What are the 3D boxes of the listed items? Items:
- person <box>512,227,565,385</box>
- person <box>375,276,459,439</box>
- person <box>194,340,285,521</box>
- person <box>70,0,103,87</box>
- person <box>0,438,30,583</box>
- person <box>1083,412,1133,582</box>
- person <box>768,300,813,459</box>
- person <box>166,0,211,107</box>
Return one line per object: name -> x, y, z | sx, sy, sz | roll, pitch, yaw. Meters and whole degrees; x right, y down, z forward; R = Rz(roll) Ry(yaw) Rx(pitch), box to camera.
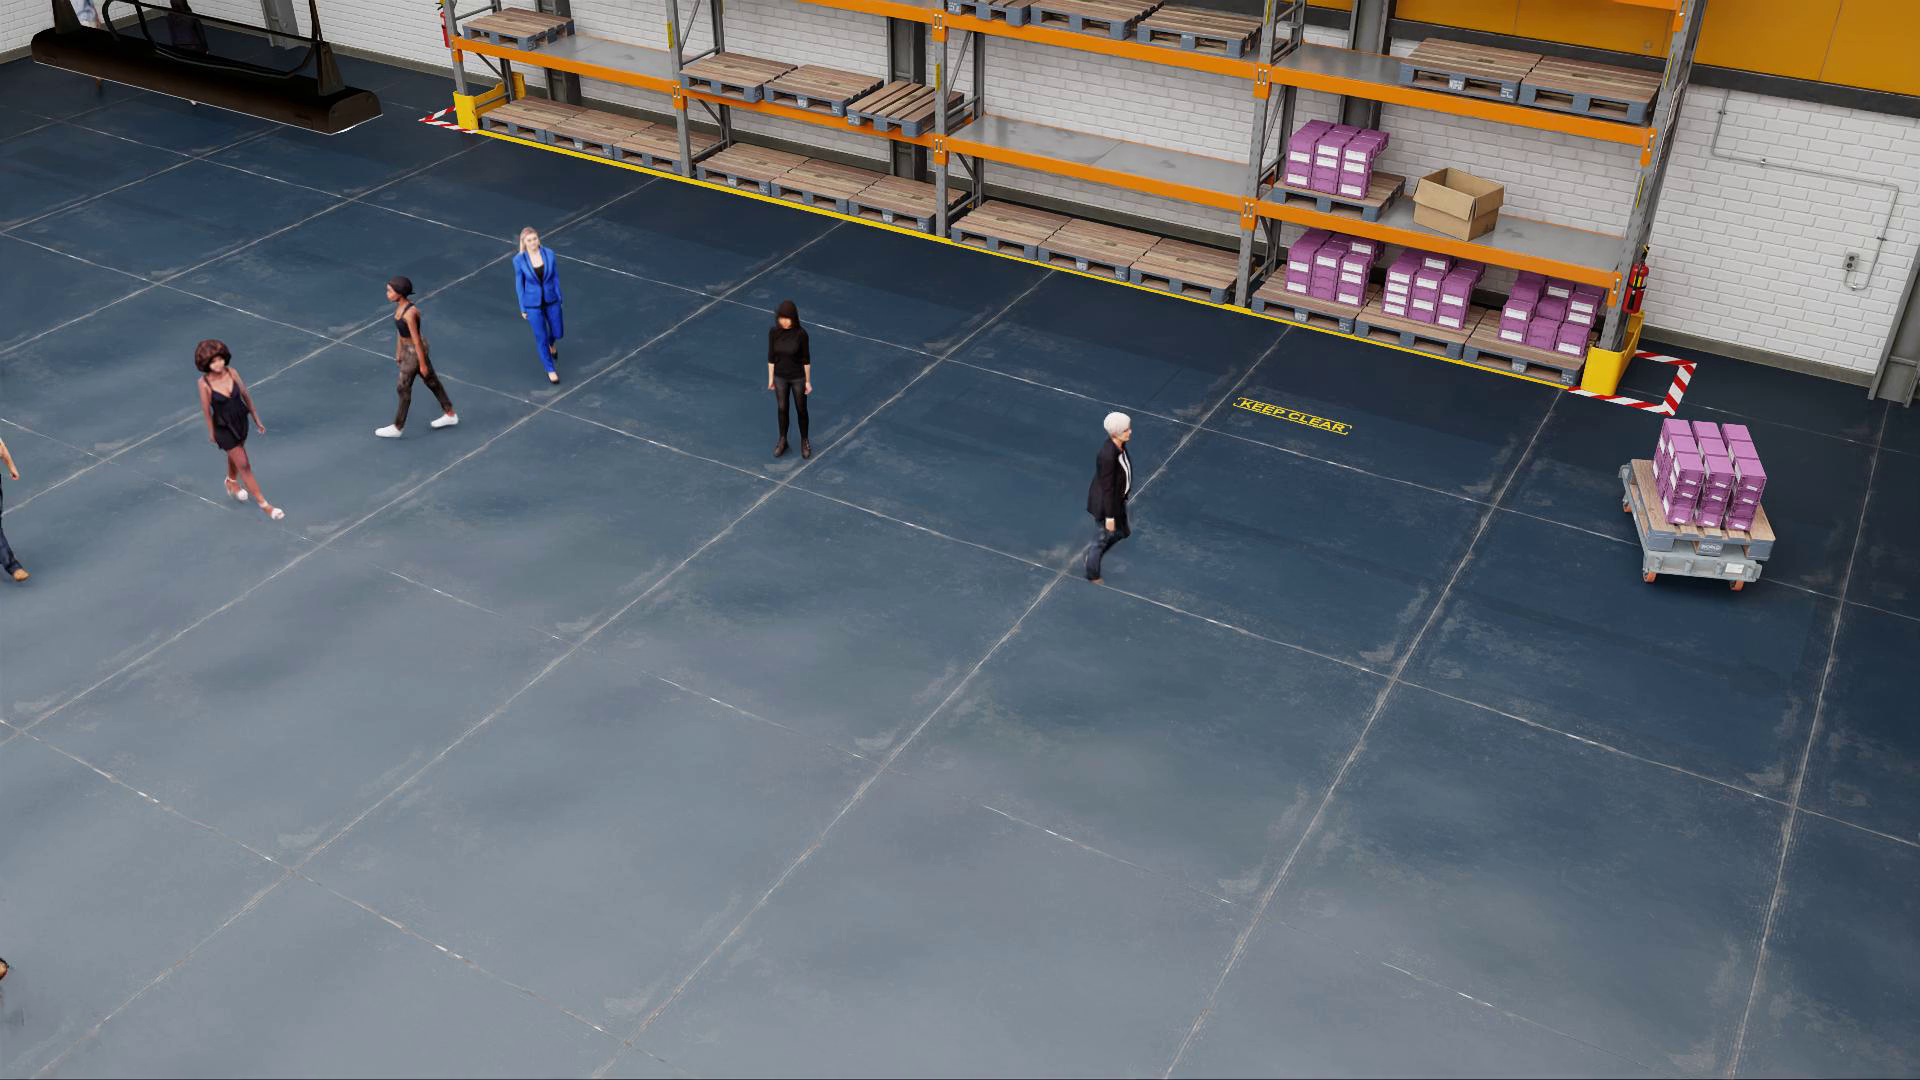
person -> -4.382, -2.475, 17.297 | 0.859, 1.685, 0.966 | -17, 37, -23
person -> -5.244, -1.815, 16.321 | 1.032, 1.667, 1.055 | -15, 36, -21
person -> -6.643, -1.020, 15.066 | 1.120, 1.732, 0.559 | 19, 38, 26
person -> -13.267, -7.783, 25.159 | 1.070, 1.822, 1.124 | -9, 35, -13
person -> -8.482, -0.568, 14.302 | 1.043, 1.826, 0.739 | 22, 39, 29
person -> 1.176, -0.311, 14.219 | 0.622, 1.773, 0.748 | 16, 37, 23
person -> -1.627, -1.570, 15.976 | 0.560, 1.640, 0.699 | 4, 34, 7
person -> -11.340, -7.230, 24.516 | 0.759, 1.614, 0.822 | -8, 34, -11
